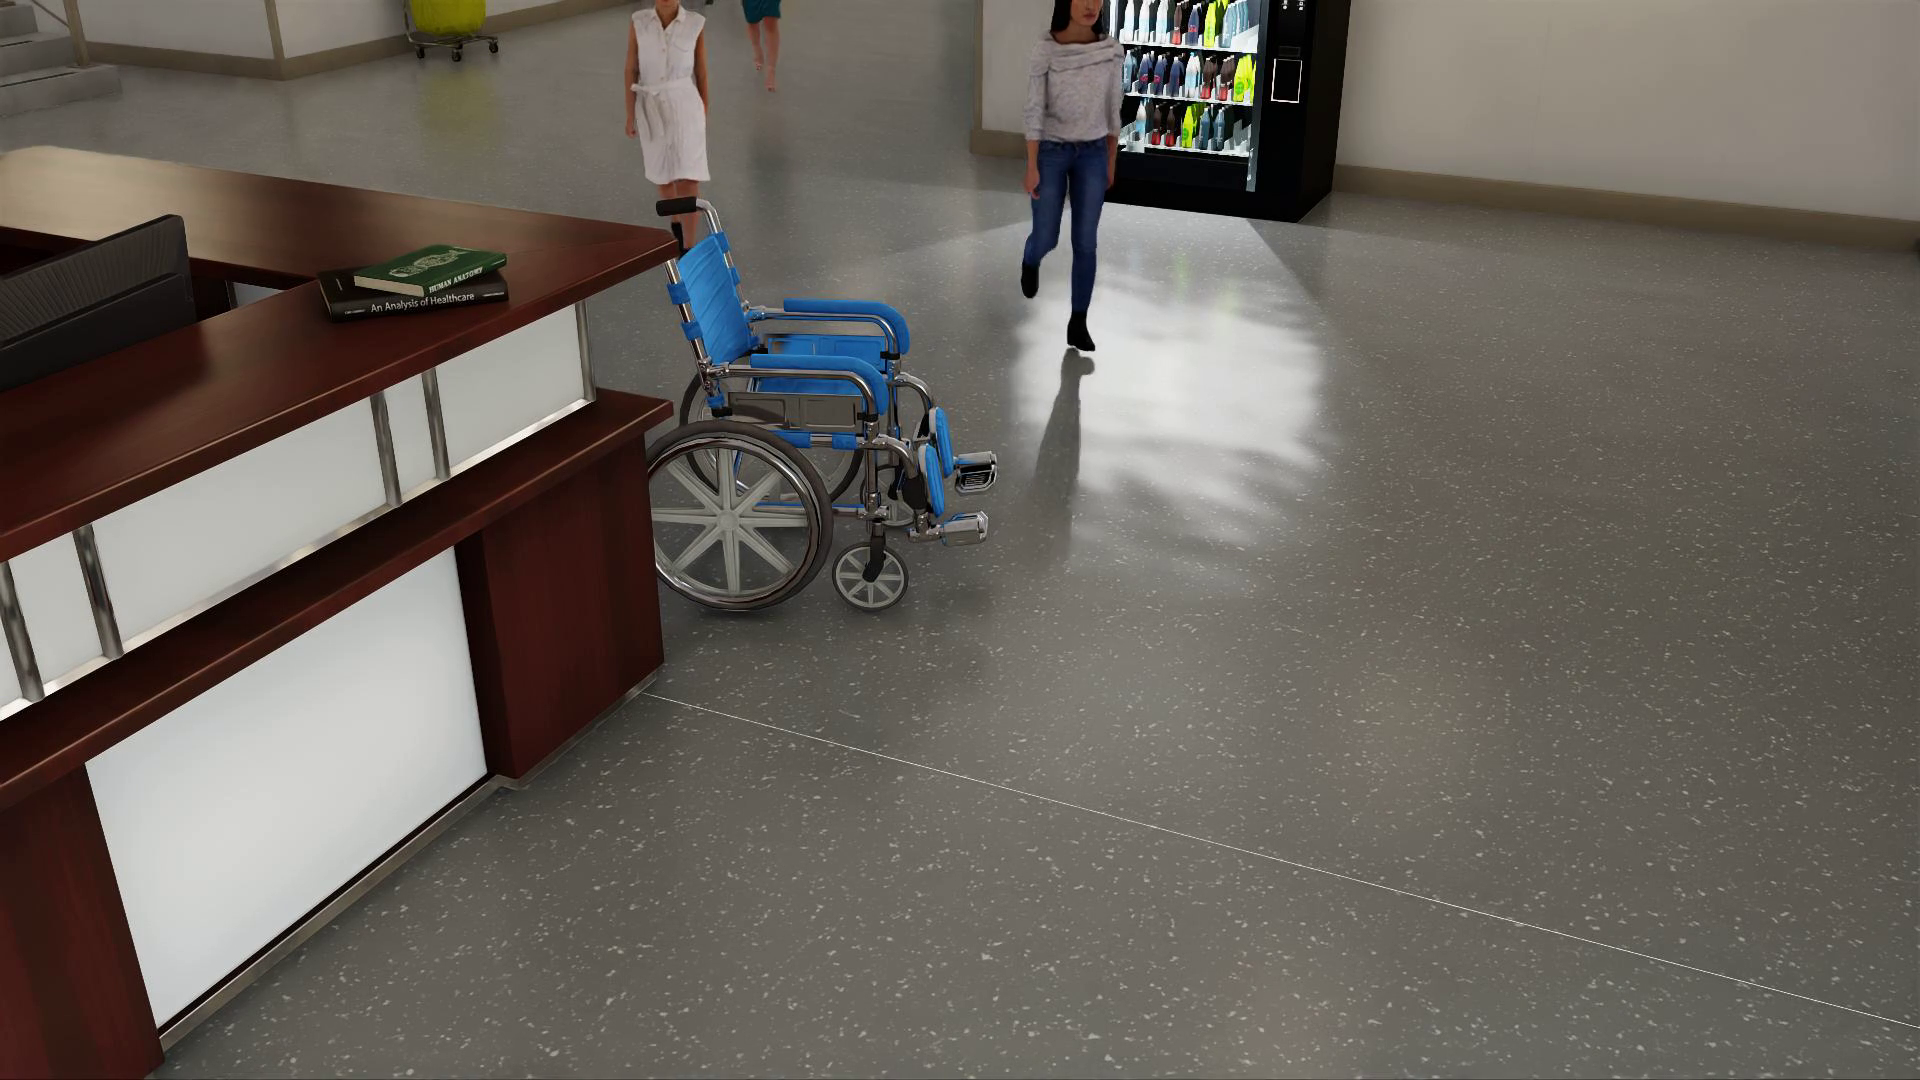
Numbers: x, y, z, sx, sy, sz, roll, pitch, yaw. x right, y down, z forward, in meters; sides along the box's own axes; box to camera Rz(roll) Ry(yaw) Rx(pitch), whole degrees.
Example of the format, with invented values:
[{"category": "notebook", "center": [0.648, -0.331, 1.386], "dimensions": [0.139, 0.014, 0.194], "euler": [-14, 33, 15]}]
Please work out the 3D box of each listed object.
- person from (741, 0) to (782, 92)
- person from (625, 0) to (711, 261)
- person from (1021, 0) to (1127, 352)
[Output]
[{"category": "person", "center": [-1.533, -4.294, 12.681], "dimensions": [1.036, 1.654, 0.939], "euler": [-1, 26, -3]}, {"category": "person", "center": [-1.452, -2.107, 8.308], "dimensions": [0.997, 1.514, 0.862], "euler": [0, 26, 1]}, {"category": "person", "center": [0.442, -1.648, 7.239], "dimensions": [0.942, 1.615, 0.970], "euler": [-7, 27, -14]}]
